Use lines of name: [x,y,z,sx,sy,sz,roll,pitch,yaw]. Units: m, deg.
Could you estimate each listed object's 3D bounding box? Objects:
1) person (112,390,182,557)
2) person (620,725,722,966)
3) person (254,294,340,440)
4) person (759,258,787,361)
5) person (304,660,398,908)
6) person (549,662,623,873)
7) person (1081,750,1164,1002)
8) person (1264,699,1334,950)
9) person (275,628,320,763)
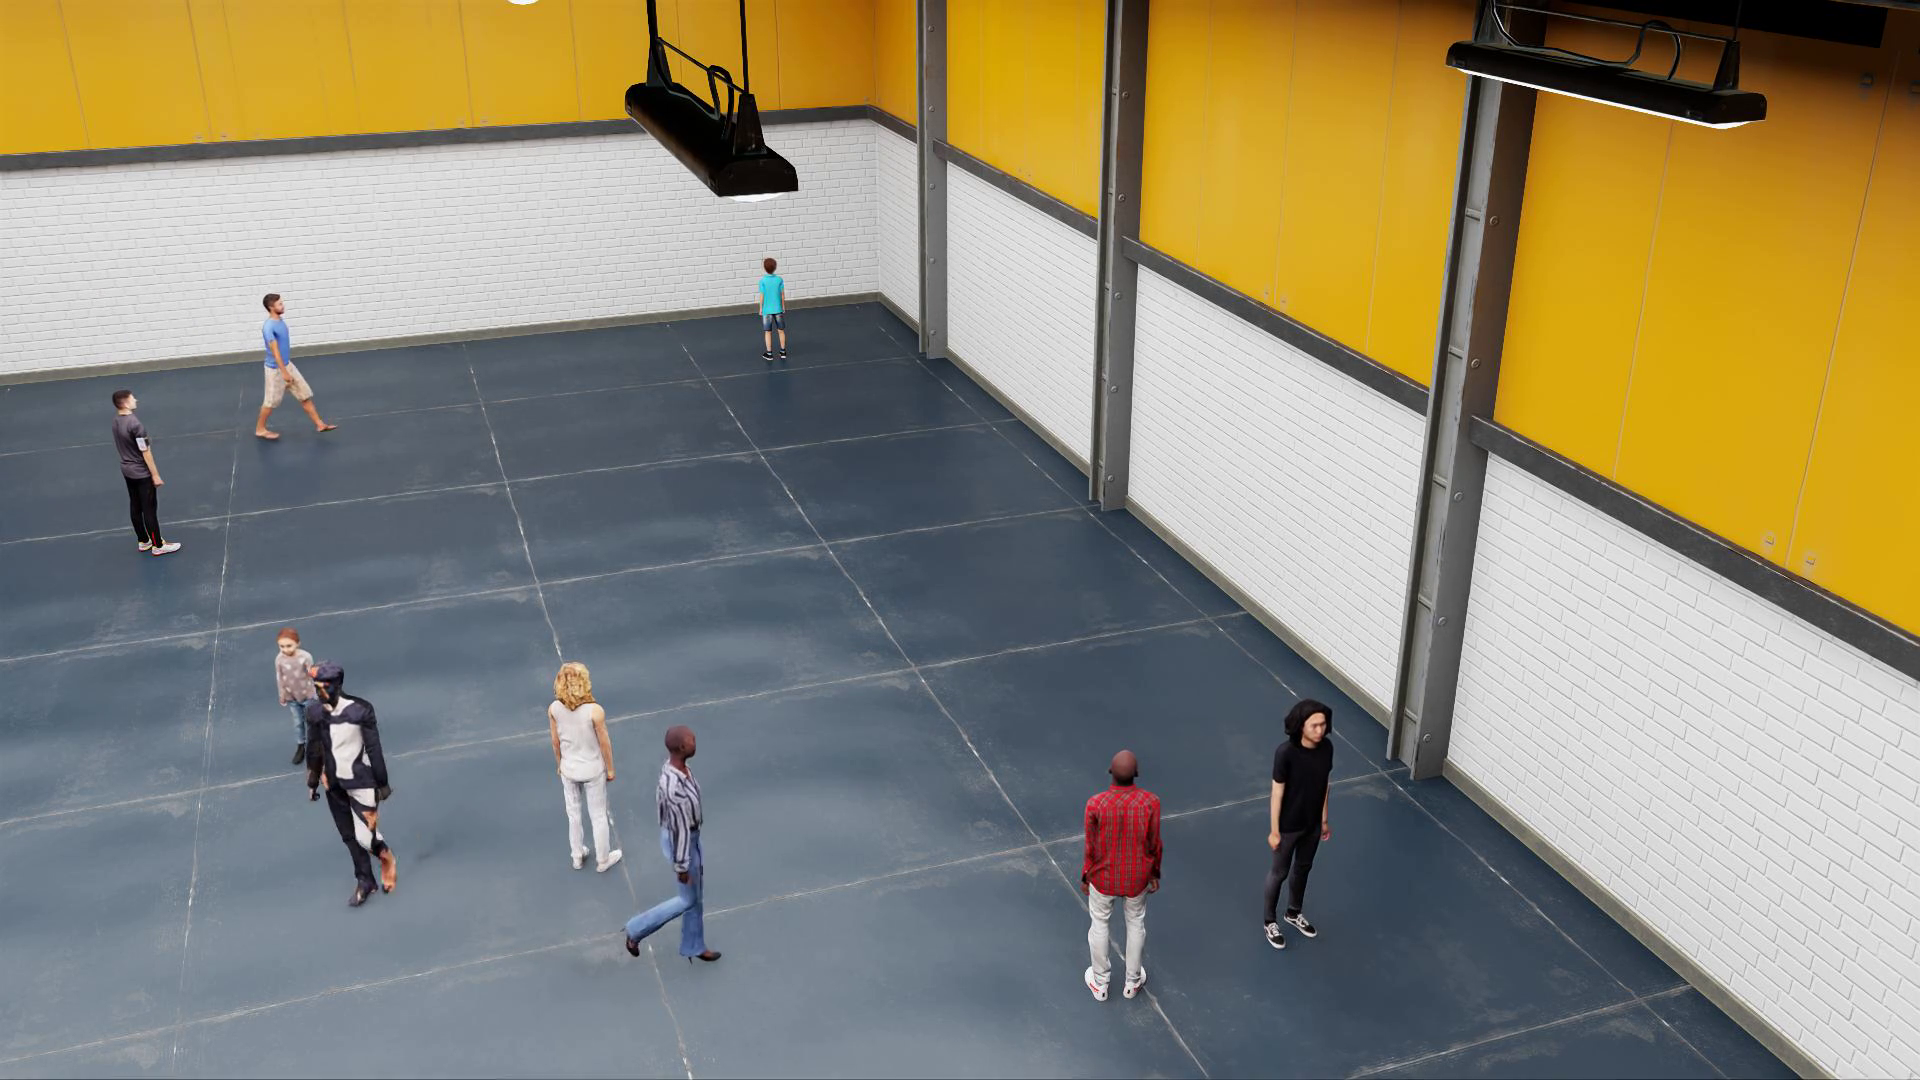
person: [-8.502,-0.704,17.205,0.685,1.764,0.784,16,28,32]
person: [-1.915,2.043,10.916,0.801,1.769,0.875,-2,24,-6]
person: [-8.391,-2.079,20.290,1.003,1.813,1.258,0,24,0]
person: [-2.650,-3.275,23.480,0.534,1.449,0.486,-11,26,-23]
person: [-4.222,1.657,11.656,0.848,1.884,0.862,4,24,9]
person: [-2.726,1.630,11.984,0.675,1.671,0.694,4,24,10]
person: [1.026,2.133,10.647,0.739,1.820,0.698,0,24,-1]
person: [2.281,1.870,11.227,0.658,1.837,0.552,-11,26,-24]
person: [-5.336,1.237,13.477,0.527,1.194,0.539,-1,24,-2]
